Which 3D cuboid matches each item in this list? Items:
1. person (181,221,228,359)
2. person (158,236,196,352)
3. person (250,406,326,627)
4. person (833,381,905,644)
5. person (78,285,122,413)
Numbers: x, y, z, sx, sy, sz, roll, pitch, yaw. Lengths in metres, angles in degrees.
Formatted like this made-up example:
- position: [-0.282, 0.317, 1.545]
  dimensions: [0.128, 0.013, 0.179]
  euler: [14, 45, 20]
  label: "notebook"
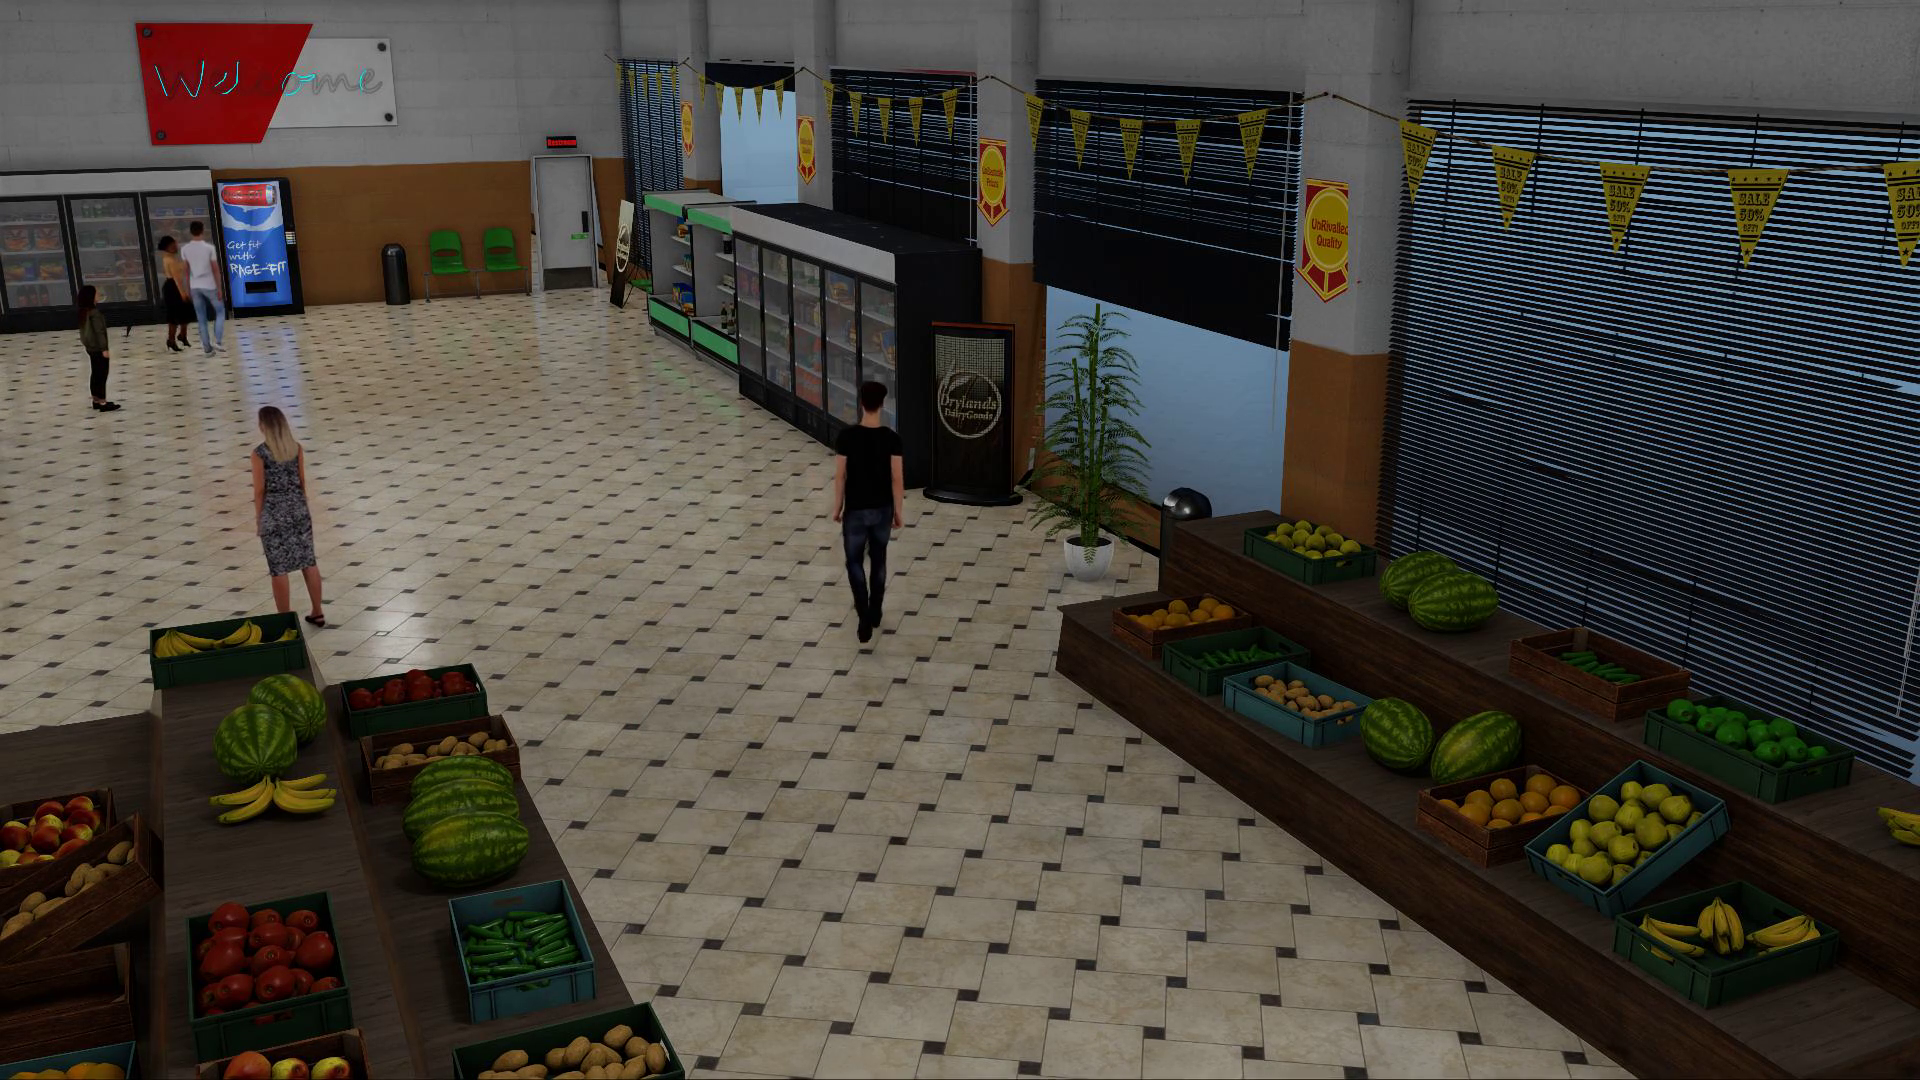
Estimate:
- position: [-10.351, -3.406, 22.716]
  dimensions: [0.745, 1.840, 0.736]
  euler: [-2, 17, -6]
  label: "person"
- position: [-10.943, -3.406, 23.101]
  dimensions: [0.742, 1.616, 0.597]
  euler: [-11, 20, -32]
  label: "person"
- position: [-4.958, -0.147, 12.225]
  dimensions: [0.631, 1.700, 0.634]
  euler: [13, 21, 36]
  label: "person"
- position: [-0.669, -0.190, 12.060]
  dimensions: [0.867, 1.878, 1.171]
  euler: [-2, 17, -7]
  label: "person"
- position: [-10.163, -2.259, 19.565]
  dimensions: [0.689, 1.476, 0.541]
  euler: [-15, 23, -41]
  label: "person"
